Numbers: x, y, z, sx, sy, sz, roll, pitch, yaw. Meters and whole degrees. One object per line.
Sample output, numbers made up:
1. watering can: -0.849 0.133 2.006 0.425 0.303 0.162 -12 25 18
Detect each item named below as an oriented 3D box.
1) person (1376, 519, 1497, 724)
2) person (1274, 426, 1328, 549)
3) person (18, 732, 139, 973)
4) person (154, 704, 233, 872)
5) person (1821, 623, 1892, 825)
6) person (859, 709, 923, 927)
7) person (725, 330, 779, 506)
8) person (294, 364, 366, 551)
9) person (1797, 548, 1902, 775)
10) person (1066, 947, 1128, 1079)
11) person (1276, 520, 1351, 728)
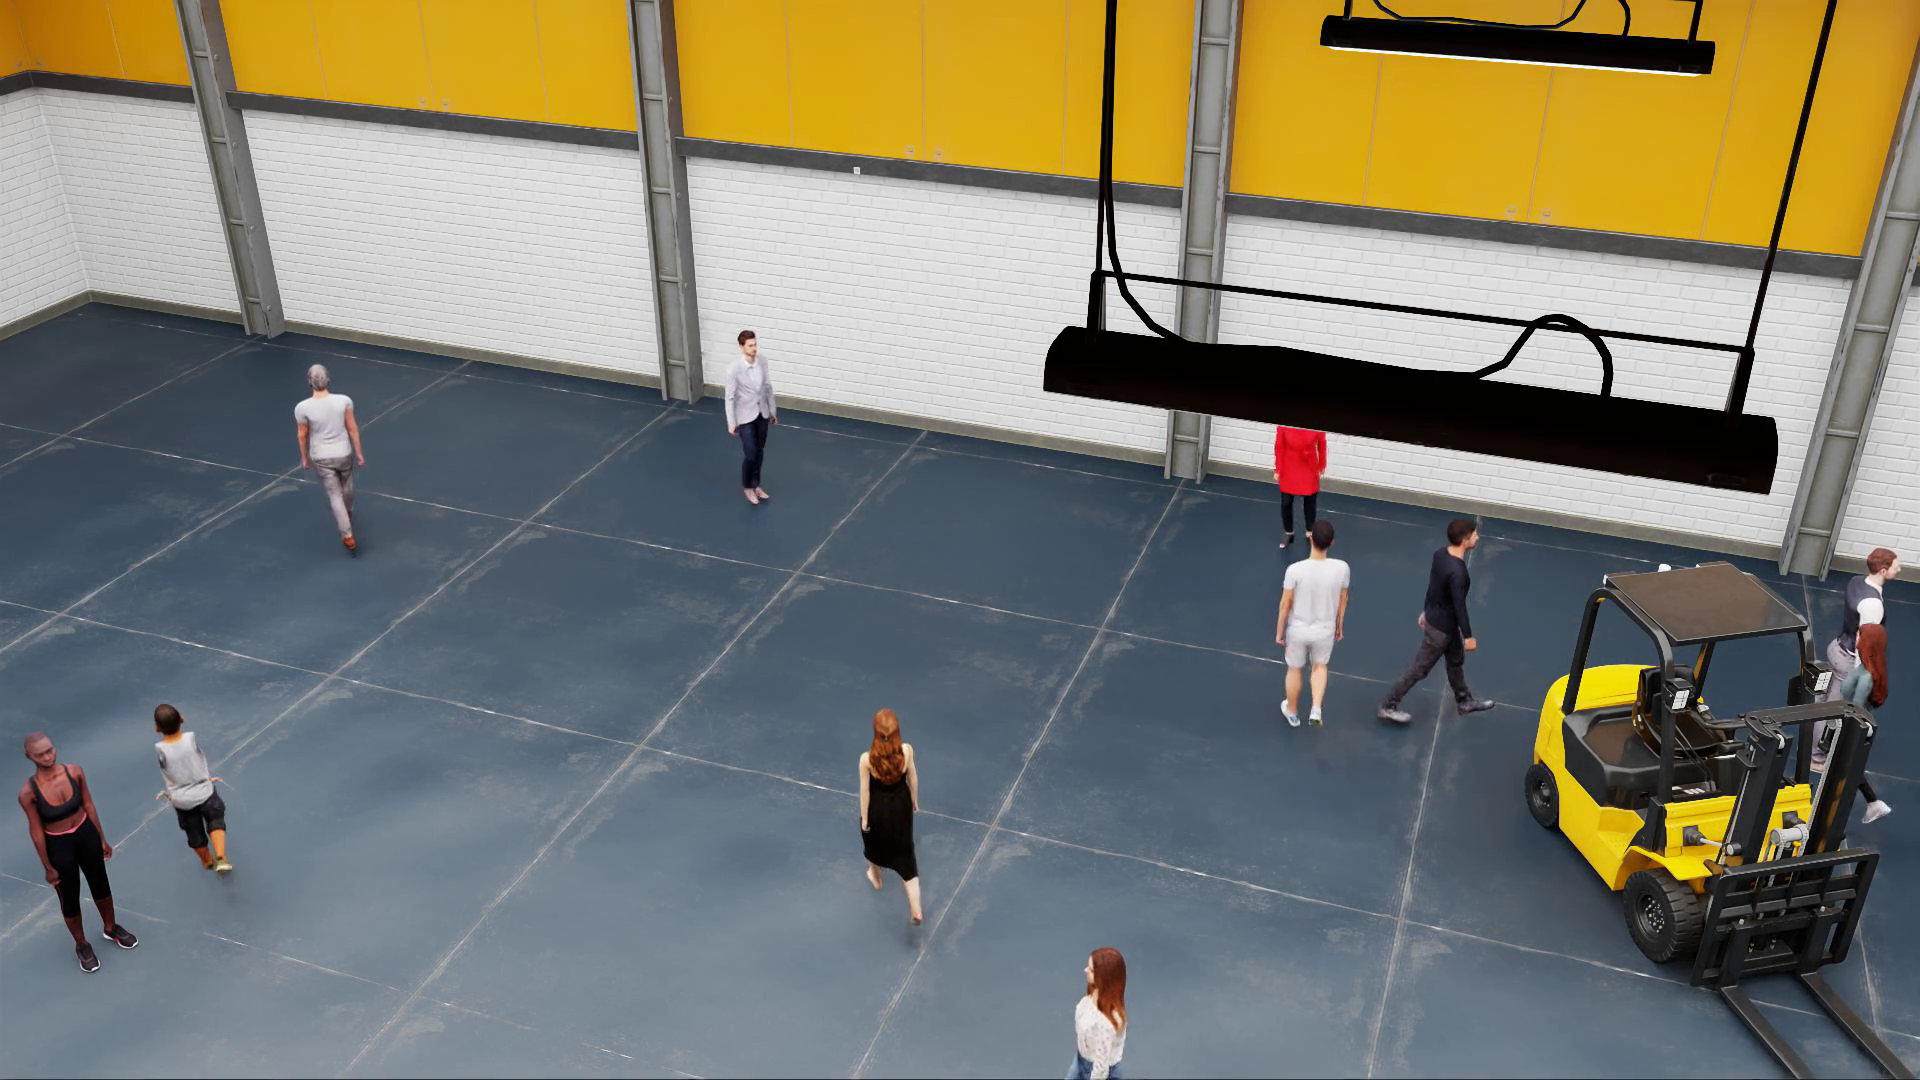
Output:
1. person: 3.732 0.703 13.218 1.268 1.819 0.858 2 29 4
2. person: 3.275 -0.679 15.851 0.649 1.723 0.890 -3 29 -6
3. person: -5.830 2.001 10.903 0.614 1.757 0.636 19 34 31
4. person: -5.403 1.746 11.693 0.760 1.450 0.817 -17 33 -29
5. person: 6.534 1.396 12.038 0.968 1.732 0.781 17 33 28
6. person: -0.456 1.894 11.265 1.025 1.599 1.046 -10 30 -18
7. person: -2.166 -1.281 16.830 0.797 1.843 0.784 -25 37 -38
8. person: -5.995 -0.754 15.923 1.165 1.786 1.268 -14 32 -25
9. person: 6.803 0.902 12.731 0.576 1.937 0.665 7 29 12
10. person: 0.860 2.955 9.211 1.149 1.703 0.841 -1 29 -1
11. person: 2.800 0.742 13.131 0.877 1.833 0.912 -1 29 -3
